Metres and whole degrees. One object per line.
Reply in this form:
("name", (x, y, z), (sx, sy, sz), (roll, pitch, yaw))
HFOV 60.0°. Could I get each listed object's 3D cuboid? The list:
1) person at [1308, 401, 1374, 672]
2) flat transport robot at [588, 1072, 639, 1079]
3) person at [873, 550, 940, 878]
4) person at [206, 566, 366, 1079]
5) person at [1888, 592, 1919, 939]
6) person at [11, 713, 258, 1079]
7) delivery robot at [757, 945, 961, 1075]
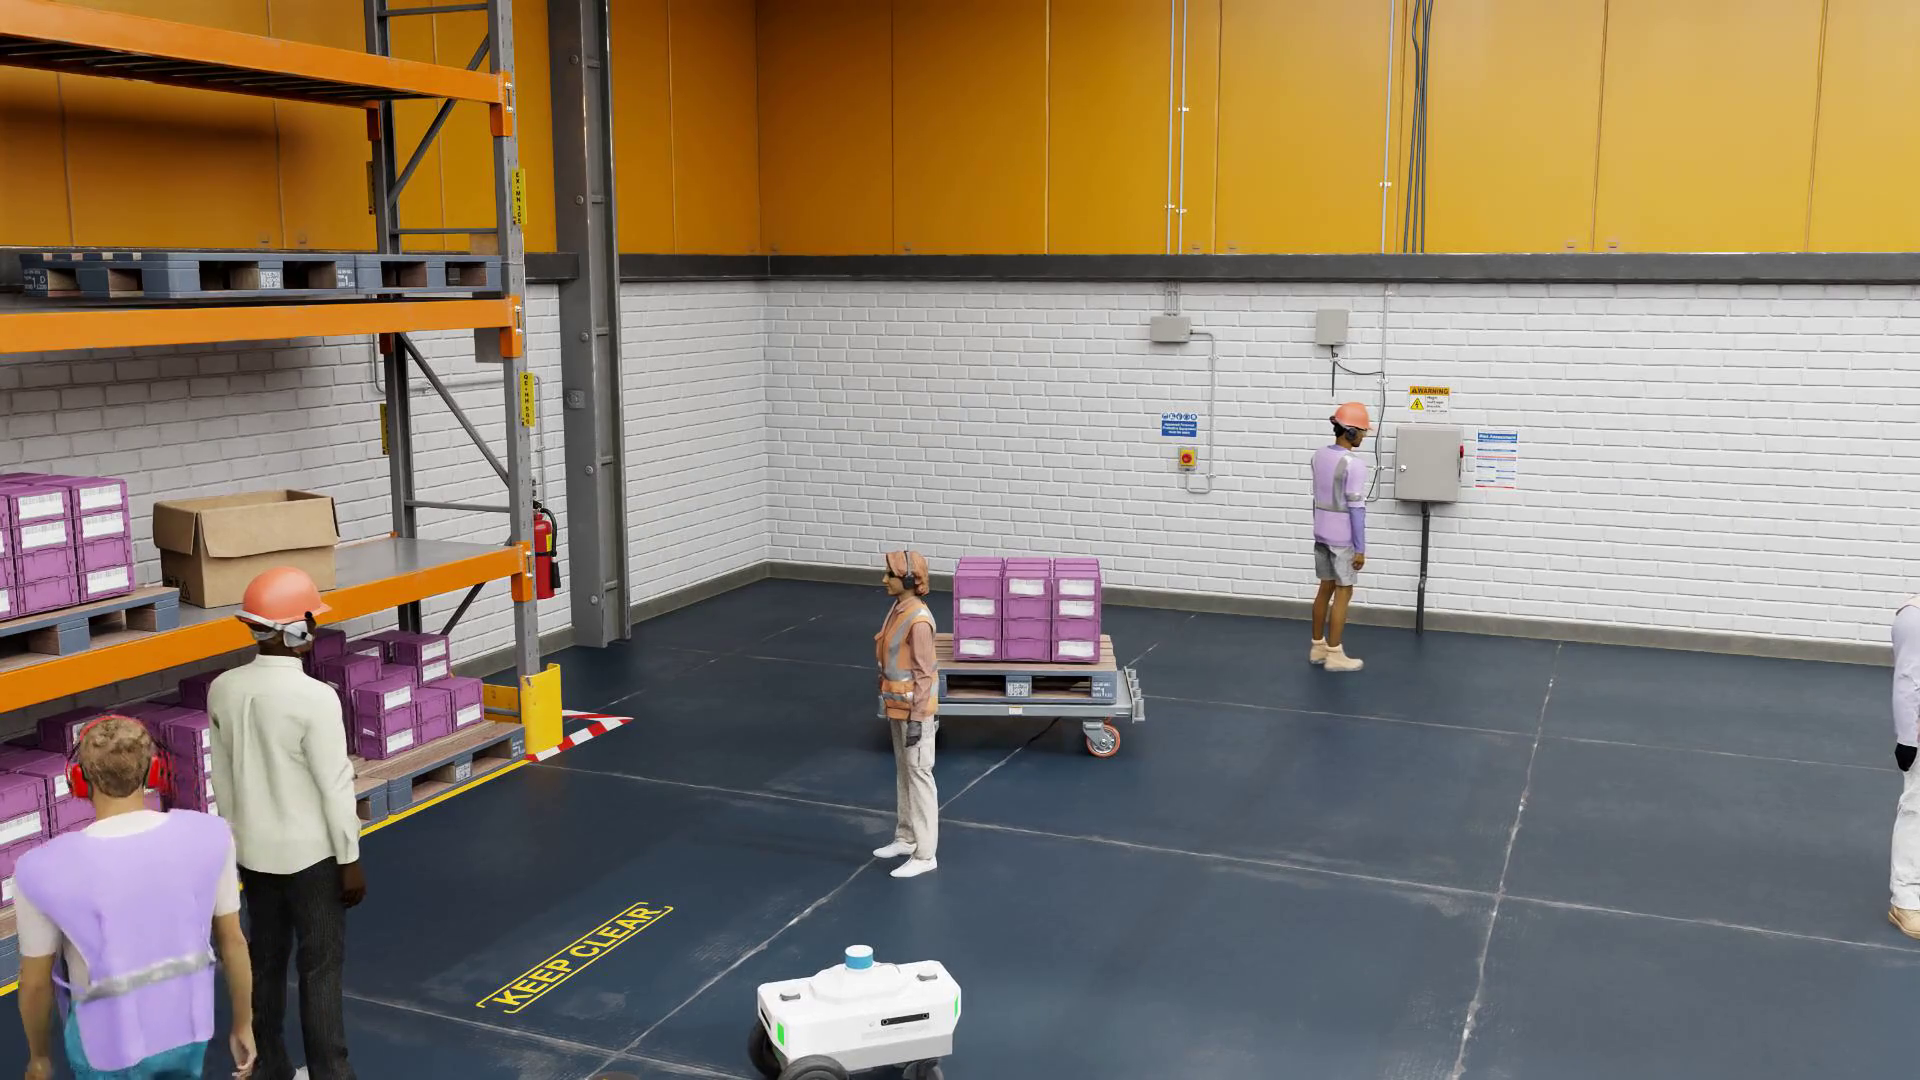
("person", (2.861, -0.024, 12.468), (0.404, 2.030, 0.618), (-3, 10, -20))
("flat transport robot", (-0.915, 2.060, 5.148), (0.652, 0.197, 1.431), (-1, 9, -6))
("person", (-0.257, 0.856, 8.303), (0.310, 1.642, 0.514), (-3, 10, -16))
("person", (-2.342, 1.081, 5.868), (0.608, 1.996, 0.380), (4, 10, 25))
("person", (4.517, 0.884, 7.530), (0.634, 1.842, 0.429), (-2, 10, -13))
("person", (-2.266, 1.381, 4.590), (0.478, 1.822, 0.559), (8, 12, 39))
("delivery robot", (-0.363, 1.722, 6.060), (0.707, 0.478, 0.477), (-3, 10, -19))
